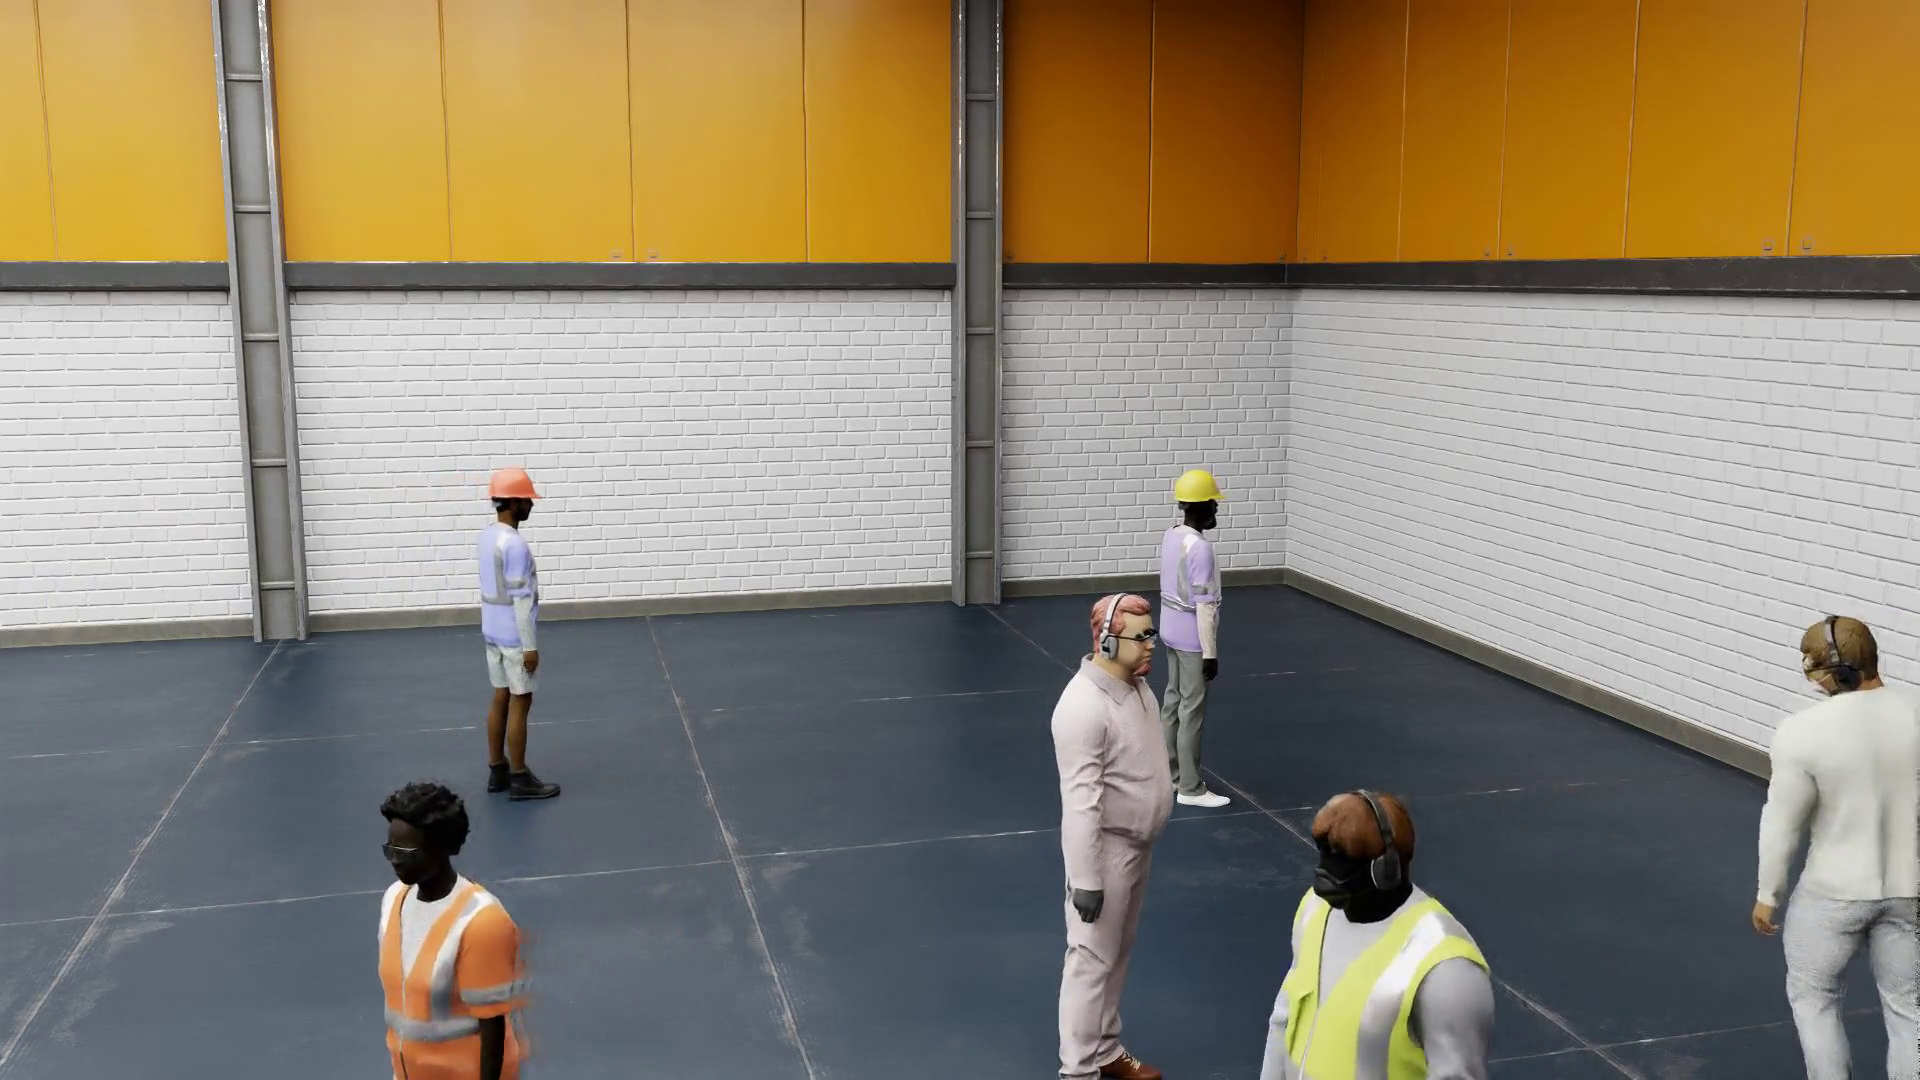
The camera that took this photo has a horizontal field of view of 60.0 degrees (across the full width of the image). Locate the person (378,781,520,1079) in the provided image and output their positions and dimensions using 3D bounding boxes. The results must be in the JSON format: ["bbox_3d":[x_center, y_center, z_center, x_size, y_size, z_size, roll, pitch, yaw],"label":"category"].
[{"bbox_3d":[-1.365,1.462,4.644,0.544,1.676,0.673,6,11,35],"label":"person"}]

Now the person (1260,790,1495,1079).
[{"bbox_3d":[0.878,1.495,4.005,0.807,1.813,0.662,-3,10,-18],"label":"person"}]

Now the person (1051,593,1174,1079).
[{"bbox_3d":[0.568,1.129,6.014,0.403,1.906,0.652,4,10,22],"label":"person"}]

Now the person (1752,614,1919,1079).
[{"bbox_3d":[3.054,1.208,5.585,0.695,1.897,0.457,0,9,2],"label":"person"}]

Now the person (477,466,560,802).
[{"bbox_3d":[-2.561,0.536,9.622,0.374,1.933,0.550,-7,11,-36],"label":"person"}]

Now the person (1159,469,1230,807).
[{"bbox_3d":[1.330,0.557,9.513,0.364,1.930,0.588,-2,9,-15],"label":"person"}]
